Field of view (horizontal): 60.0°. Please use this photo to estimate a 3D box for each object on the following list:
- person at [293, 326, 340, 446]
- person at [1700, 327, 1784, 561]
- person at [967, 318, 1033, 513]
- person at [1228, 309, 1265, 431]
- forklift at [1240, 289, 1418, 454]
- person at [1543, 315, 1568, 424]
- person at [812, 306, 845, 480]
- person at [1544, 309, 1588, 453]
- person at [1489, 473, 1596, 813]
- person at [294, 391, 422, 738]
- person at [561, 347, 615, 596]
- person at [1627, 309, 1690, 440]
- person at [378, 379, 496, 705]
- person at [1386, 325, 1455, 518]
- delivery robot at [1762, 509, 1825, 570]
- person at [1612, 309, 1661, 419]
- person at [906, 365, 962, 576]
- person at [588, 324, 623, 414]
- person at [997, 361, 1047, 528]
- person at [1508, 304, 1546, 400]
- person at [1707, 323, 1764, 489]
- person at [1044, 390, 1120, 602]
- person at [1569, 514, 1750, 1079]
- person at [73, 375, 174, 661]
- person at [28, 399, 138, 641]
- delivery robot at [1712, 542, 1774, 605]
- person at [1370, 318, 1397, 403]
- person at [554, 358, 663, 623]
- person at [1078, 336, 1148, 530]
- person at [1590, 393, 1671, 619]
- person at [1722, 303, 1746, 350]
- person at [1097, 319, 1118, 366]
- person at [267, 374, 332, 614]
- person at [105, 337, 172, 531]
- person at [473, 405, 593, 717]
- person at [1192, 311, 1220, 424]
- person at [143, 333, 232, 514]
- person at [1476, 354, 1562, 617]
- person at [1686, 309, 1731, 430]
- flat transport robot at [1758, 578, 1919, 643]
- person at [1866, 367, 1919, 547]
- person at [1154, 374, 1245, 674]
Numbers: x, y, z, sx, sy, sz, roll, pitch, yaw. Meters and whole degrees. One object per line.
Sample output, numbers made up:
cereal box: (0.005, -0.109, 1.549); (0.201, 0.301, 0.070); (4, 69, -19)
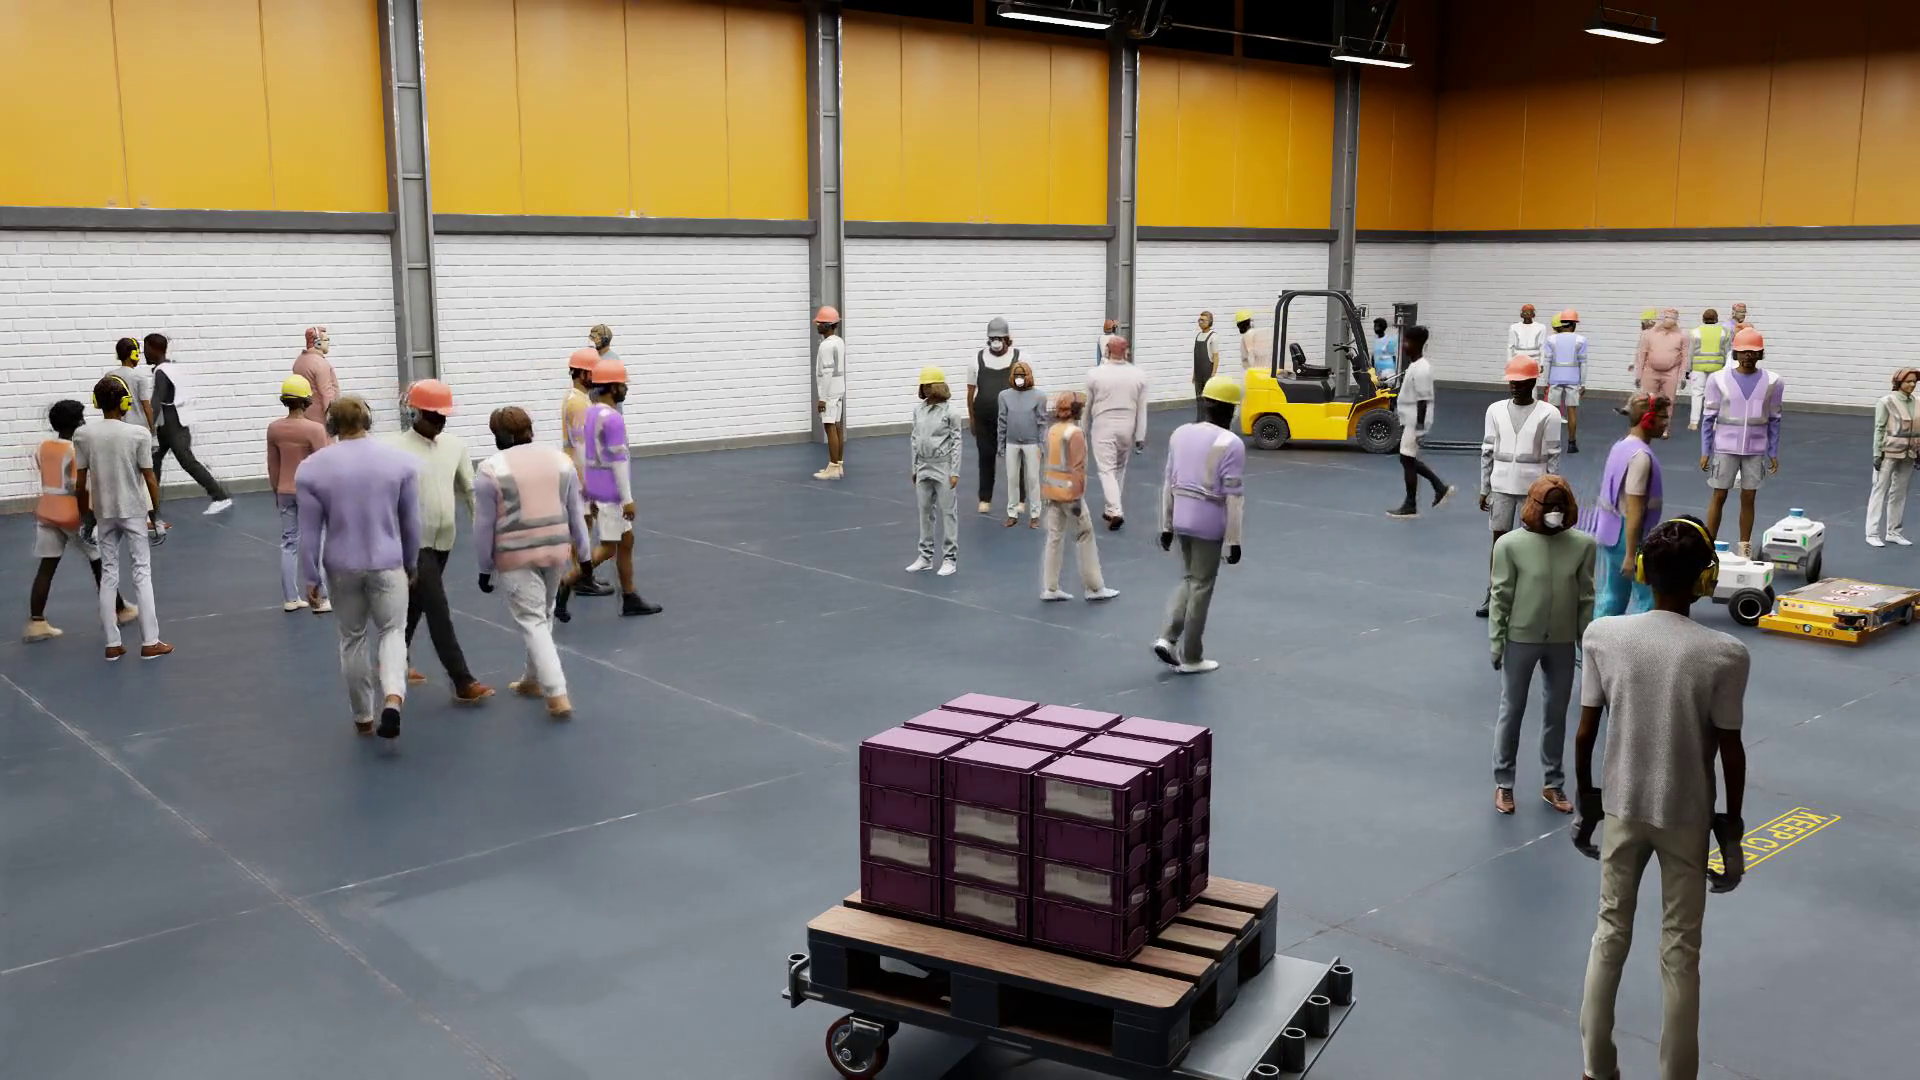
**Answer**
person: (-6.667, -1.272, 17.377); (0.652, 1.906, 0.409); (9, 13, 44)
person: (6.575, -0.764, 14.007); (0.614, 2.041, 0.393); (3, 10, 15)
person: (0.400, -1.278, 17.020); (0.688, 2.000, 0.543); (1, 10, 6)
person: (4.255, -2.443, 24.412); (1.040, 1.858, 0.637); (5, 11, 25)
forklift: (5.034, -2.339, 22.783); (2.313, 2.155, 1.214); (3, 10, 16)
person: (9.282, -2.644, 25.918); (0.541, 1.726, 0.504); (-3, 10, -16)
person: (-1.555, -1.735, 19.682); (0.370, 2.048, 0.607); (2, 10, 10)
person: (8.127, -2.134, 22.345); (0.549, 1.932, 0.375); (5, 11, 26)
person: (2.746, 0.492, 7.871); (0.499, 1.627, 0.270); (-1, 10, -4)
person: (-3.213, 0.170, 8.931); (0.638, 1.920, 0.687); (-3, 10, -18)
person: (-2.910, -0.532, 12.975); (0.364, 1.933, 0.543); (-3, 10, -17)
person: (10.083, -2.383, 24.017); (0.788, 1.878, 0.411); (6, 11, 31)
person: (-3.185, -0.003, 9.942); (1.073, 1.930, 0.623); (6, 11, 32)
person: (4.655, -1.188, 16.730); (0.562, 1.953, 0.612); (2, 10, 14)
delivery robot: (6.864, -0.016, 13.686); (0.477, 0.478, 0.707); (8, 12, 37)
person: (11.094, -2.854, 27.003); (0.930, 1.781, 0.613); (1, 10, 6)
person: (-0.212, -0.575, 13.776); (0.487, 1.744, 0.313); (7, 12, 36)
person: (-3.685, -1.263, 17.232); (0.370, 1.940, 0.630); (-6, 11, -32)
person: (0.603, -0.921, 16.150); (0.501, 1.625, 0.282); (3, 10, 17)
person: (9.134, -2.868, 26.840); (0.578, 1.875, 0.346); (4, 10, 22)
person: (8.855, -1.528, 18.946); (0.356, 1.885, 0.573); (-2, 10, -11)
person: (0.914, -0.332, 12.675); (0.633, 1.617, 0.545); (-4, 11, -23)
person: (2.126, 0.851, 5.065); (0.526, 1.869, 0.324); (8, 13, 39)
person: (-5.473, -0.139, 10.866); (0.531, 1.865, 0.316); (-1, 10, -6)
person: (-6.151, -0.153, 11.558); (0.541, 1.646, 0.868); (4, 11, 24)
delivery robot: (5.523, 0.255, 12.116); (0.707, 0.478, 0.477); (5, 11, 28)
person: (6.719, -2.720, 26.621); (0.850, 1.645, 0.539); (-5, 11, -26)
person: (-2.605, -0.348, 11.961); (0.855, 1.915, 0.540); (-5, 11, -26)
person: (1.496, -1.050, 16.210); (0.651, 1.869, 0.956); (-3, 10, -15)
person: (4.133, 0.041, 9.911); (0.717, 1.822, 0.600); (2, 10, 10)
person: (12.156, -2.758, 26.085); (0.651, 1.904, 0.403); (-8, 12, -38)
person: (2.399, -2.708, 26.569); (0.510, 1.640, 0.308); (9, 13, 42)
person: (-4.850, -0.334, 12.288); (0.533, 1.772, 0.296); (3, 10, 18)
person: (-7.915, -1.008, 15.965); (0.507, 1.865, 0.329); (2, 10, 14)
person: (-2.463, 0.119, 9.626); (0.660, 1.803, 0.896); (-9, 13, -43)
person: (3.543, -2.396, 24.138); (0.341, 1.846, 0.510); (-5, 11, -29)
person: (-7.988, -1.166, 16.896); (1.007, 1.874, 0.589); (-5, 11, -27)
person: (4.033, -0.376, 12.041); (0.552, 1.935, 0.369); (6, 12, 33)
person: (11.345, -2.585, 25.264); (0.630, 1.840, 0.429); (3, 10, 16)
flat transport robot: (6.333, 0.483, 11.885); (1.431, 0.197, 0.652); (-9, 13, -42)
person: (8.520, -0.752, 15.120); (0.520, 1.638, 0.312); (-2, 10, -14)
person: (1.547, -0.086, 10.427); (0.449, 1.901, 0.603); (-7, 12, -35)
